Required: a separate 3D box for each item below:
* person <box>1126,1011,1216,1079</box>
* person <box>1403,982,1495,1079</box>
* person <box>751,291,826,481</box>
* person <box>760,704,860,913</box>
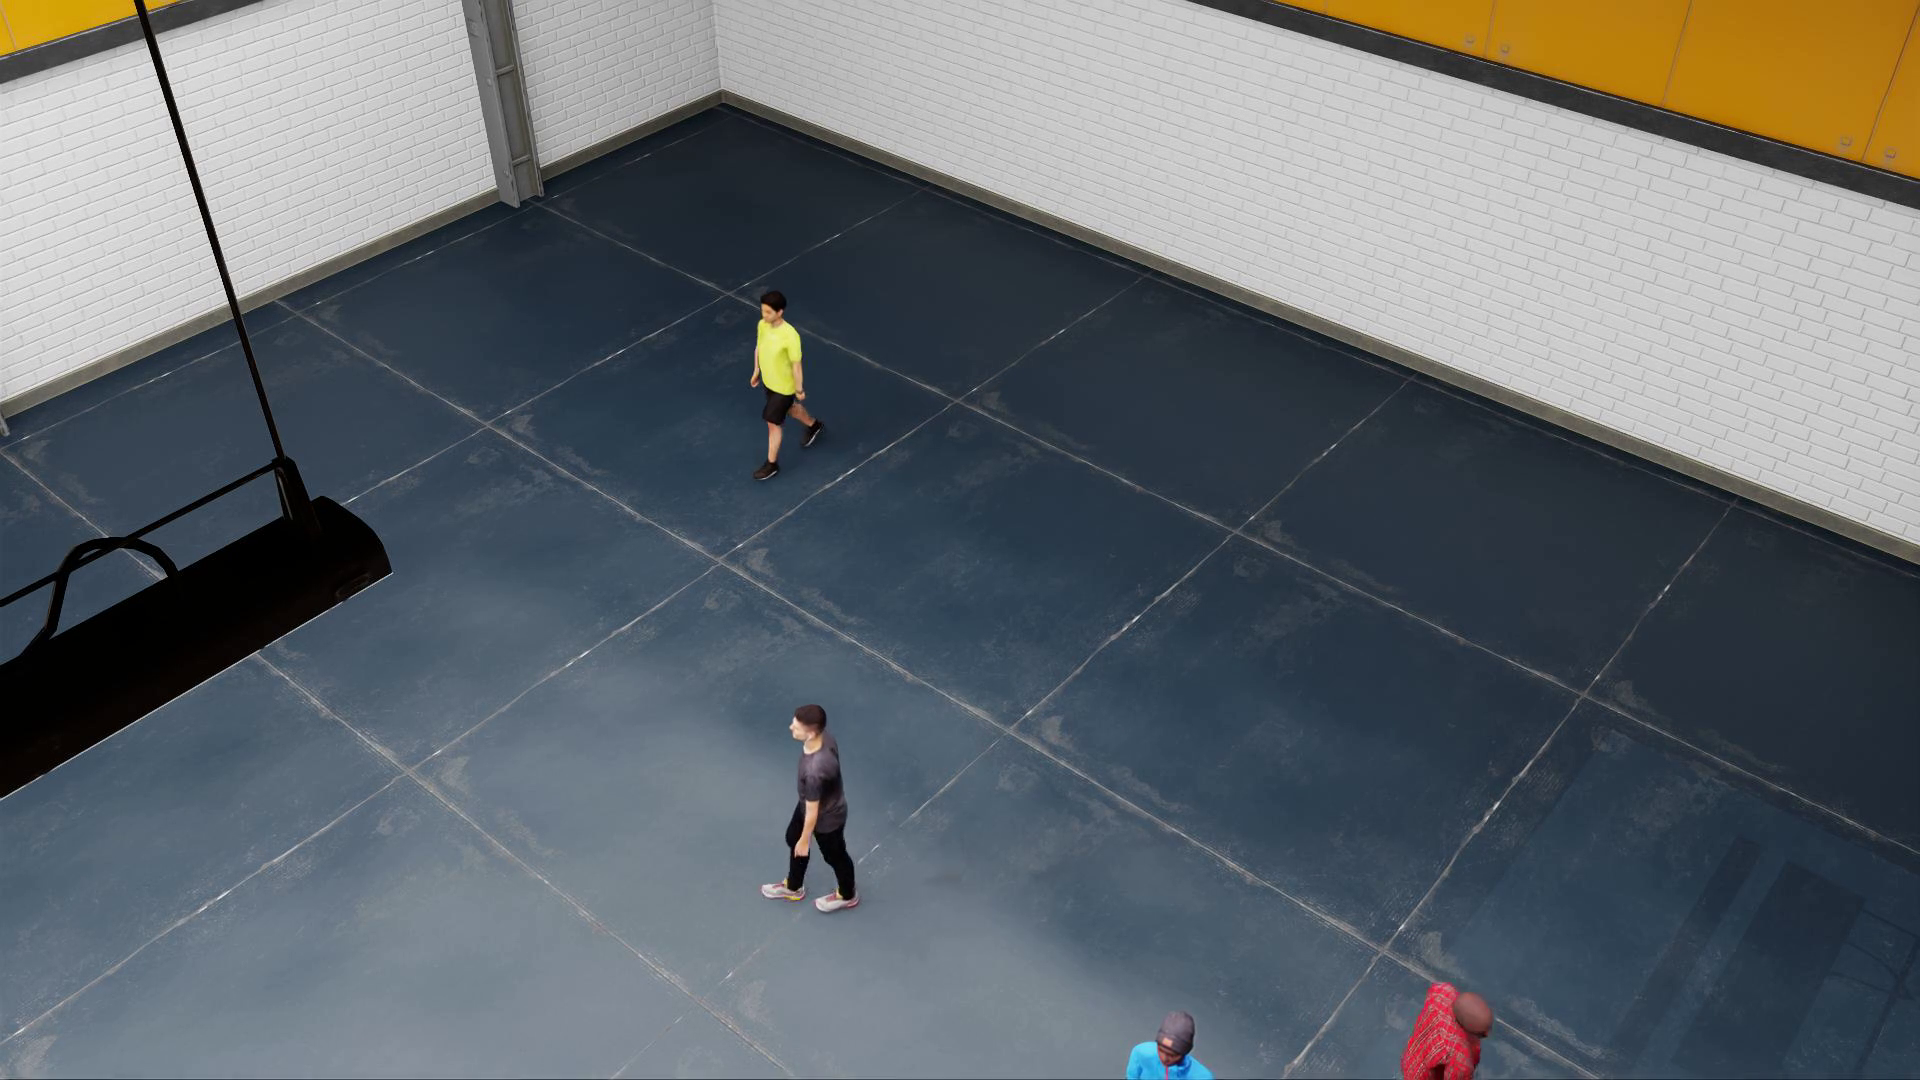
[{"bbox_3d":[1.036,2.976,8.437,0.650,1.794,0.612,18,42,22],"label":"person"},{"bbox_3d":[2.453,2.786,8.679,0.928,1.789,0.842,-10,40,-13],"label":"person"},{"bbox_3d":[-1.460,-1.376,13.982,1.138,1.675,0.763,-27,46,-29],"label":"person"},{"bbox_3d":[-0.765,1.649,10.135,0.995,1.749,0.920,-7,39,-8],"label":"person"}]
